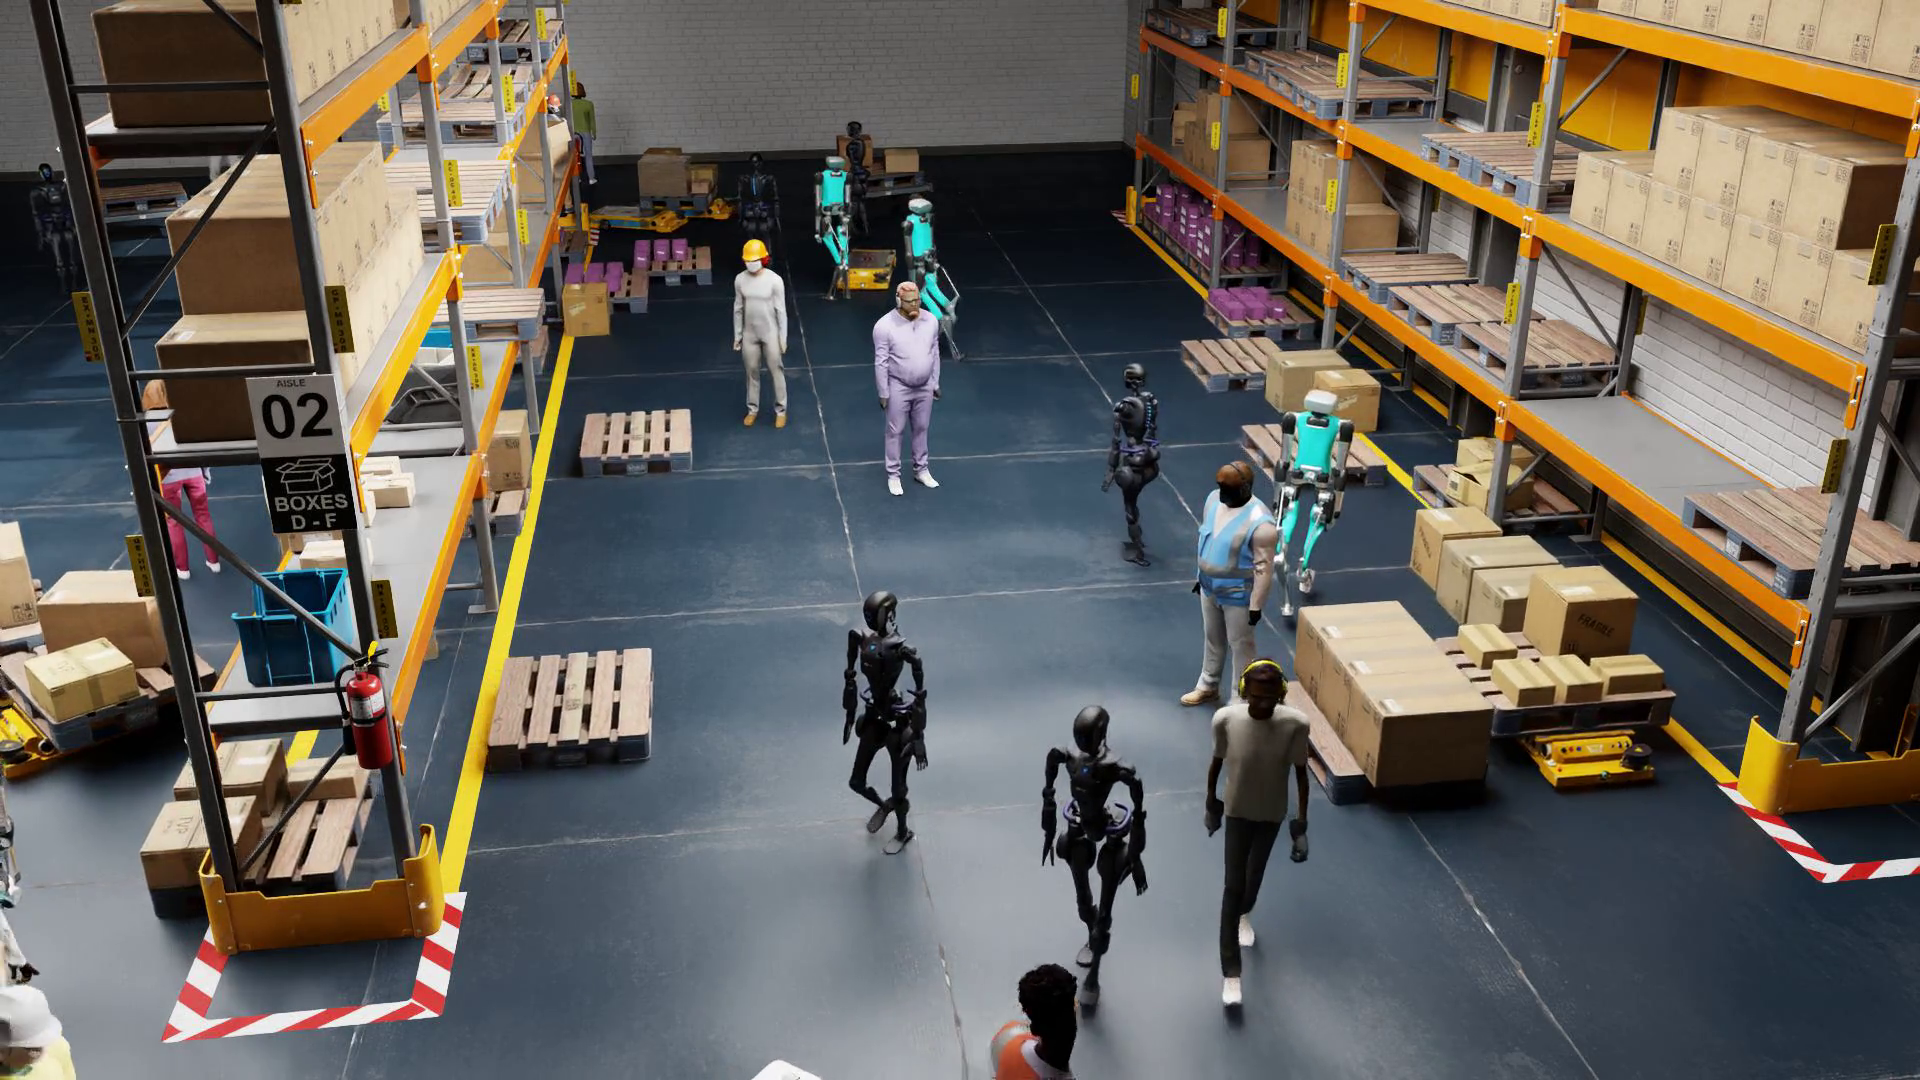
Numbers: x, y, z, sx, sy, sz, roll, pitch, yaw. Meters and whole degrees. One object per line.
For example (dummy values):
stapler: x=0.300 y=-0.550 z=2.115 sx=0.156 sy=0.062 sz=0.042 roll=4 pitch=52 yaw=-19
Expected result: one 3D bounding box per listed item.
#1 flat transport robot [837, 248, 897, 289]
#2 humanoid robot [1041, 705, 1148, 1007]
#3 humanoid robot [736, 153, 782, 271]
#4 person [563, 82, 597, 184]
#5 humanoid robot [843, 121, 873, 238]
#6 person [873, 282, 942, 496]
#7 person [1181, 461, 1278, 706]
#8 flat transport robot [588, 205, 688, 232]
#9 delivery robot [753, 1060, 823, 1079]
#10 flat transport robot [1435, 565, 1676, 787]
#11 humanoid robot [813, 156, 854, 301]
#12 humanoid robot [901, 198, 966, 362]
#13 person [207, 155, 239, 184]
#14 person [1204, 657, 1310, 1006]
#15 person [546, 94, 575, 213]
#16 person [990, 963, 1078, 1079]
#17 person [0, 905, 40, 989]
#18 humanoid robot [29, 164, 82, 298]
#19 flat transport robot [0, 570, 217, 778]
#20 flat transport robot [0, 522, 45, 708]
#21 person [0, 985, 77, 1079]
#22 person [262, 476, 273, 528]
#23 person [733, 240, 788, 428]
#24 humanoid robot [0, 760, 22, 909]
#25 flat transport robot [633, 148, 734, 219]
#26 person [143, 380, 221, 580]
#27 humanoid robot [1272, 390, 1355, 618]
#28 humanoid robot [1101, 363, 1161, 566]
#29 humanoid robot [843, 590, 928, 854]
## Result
flat transport robot: x=-1.207 y=-3.552 z=21.771 sx=0.659 sy=0.231 sz=1.431 roll=1 pitch=24 yaw=2
humanoid robot: x=0.674 y=1.544 z=8.424 sx=0.601 sy=1.628 sz=0.619 roll=11 pitch=26 yaw=24
humanoid robot: x=-2.586 y=-4.116 z=21.285 sx=0.599 sy=1.657 sz=0.315 roll=3 pitch=24 yaw=8
person: x=-6.161 y=-6.610 z=27.048 sx=0.492 sy=1.624 sz=0.280 roll=-2 pitch=24 yaw=-4
humanoid robot: x=-1.462 y=-5.090 z=23.524 sx=0.414 sy=1.648 sz=0.589 roll=4 pitch=24 yaw=10
person: x=-0.441 y=-1.347 z=14.711 sx=0.641 sy=1.908 sz=0.413 roll=-13 pitch=27 yaw=-28
person: x=1.768 y=0.337 z=10.963 sx=0.431 sy=1.838 sz=0.620 roll=-14 pitch=27 yaw=-29
flat transport robot: x=-4.790 y=-4.707 z=24.401 sx=1.431 sy=0.231 sz=0.659 roll=6 pitch=24 yaw=13
delivery robot: x=-0.905 y=2.652 z=7.280 sx=0.499 sy=0.593 sz=0.789 roll=14 pitch=27 yaw=29
flat transport robot: x=3.924 y=1.169 z=11.015 sx=0.659 sy=0.231 sz=1.431 roll=-3 pitch=24 yaw=-8
humanoid robot: x=-1.458 y=-3.777 z=20.510 sx=0.585 sy=1.818 sz=0.705 roll=-14 pitch=27 yaw=-29
humanoid robot: x=-0.196 y=-2.802 z=18.318 sx=0.841 sy=1.850 sz=0.555 roll=15 pitch=28 yaw=30
person: x=-11.454 y=-6.138 z=25.730 sx=0.639 sy=1.827 sz=0.437 roll=-9 pitch=25 yaw=-19
person: x=1.509 y=1.444 z=8.463 sx=0.496 sy=1.820 sz=0.956 roll=1 pitch=24 yaw=1
person: x=-6.080 y=-5.831 z=25.115 sx=0.562 sy=1.751 sz=0.328 roll=8 pitch=25 yaw=17
person: x=0.325 y=2.397 z=6.176 sx=0.903 sy=1.902 sz=0.589 roll=-15 pitch=28 yaw=-31
person: x=-4.304 y=1.941 z=7.258 sx=0.972 sy=1.876 sz=0.598 roll=-3 pitch=24 yaw=-8
humanoid robot: x=-11.189 y=-3.861 z=20.736 sx=0.613 sy=1.643 sz=0.602 roll=-21 pitch=31 yaw=-39
flat transport robot: x=-5.701 y=1.138 z=11.085 sx=1.431 sy=0.231 sz=0.659 roll=-21 pitch=31 yaw=-39
flat transport robot: x=-7.033 y=0.869 z=11.698 sx=0.659 sy=0.231 sz=1.431 roll=-14 pitch=27 yaw=-28
person: x=-3.581 y=2.391 z=6.303 sx=0.874 sy=1.835 sz=0.486 roll=7 pitch=25 yaw=15
person: x=-5.737 y=-0.924 z=13.943 sx=0.332 sy=1.744 sz=0.558 roll=-1 pitch=24 yaw=-2
person: x=-1.952 y=-2.011 z=16.257 sx=0.556 sy=1.887 sz=0.393 roll=5 pitch=24 yaw=12
humanoid robot: x=-4.884 y=1.709 z=8.010 sx=0.761 sy=1.806 sz=0.531 roll=11 pitch=26 yaw=23
flat transport robot: x=-4.160 y=-4.988 z=25.043 sx=1.431 sy=0.231 sz=0.659 roll=0 pitch=24 yaw=1
person: x=-6.139 y=-0.472 z=13.061 sx=0.500 sy=1.627 sz=0.293 roll=-18 pitch=30 yaw=-35
humanoid robot: x=2.559 y=-0.198 z=12.321 sx=0.553 sy=1.743 sz=1.033 roll=7 pitch=25 yaw=16
humanoid robot: x=1.391 y=-0.607 z=13.318 sx=0.423 sy=1.644 sz=0.599 roll=21 pitch=31 yaw=40
humanoid robot: x=-0.401 y=1.047 z=9.536 sx=0.601 sy=1.655 sz=0.359 roll=15 pitch=28 yaw=30
